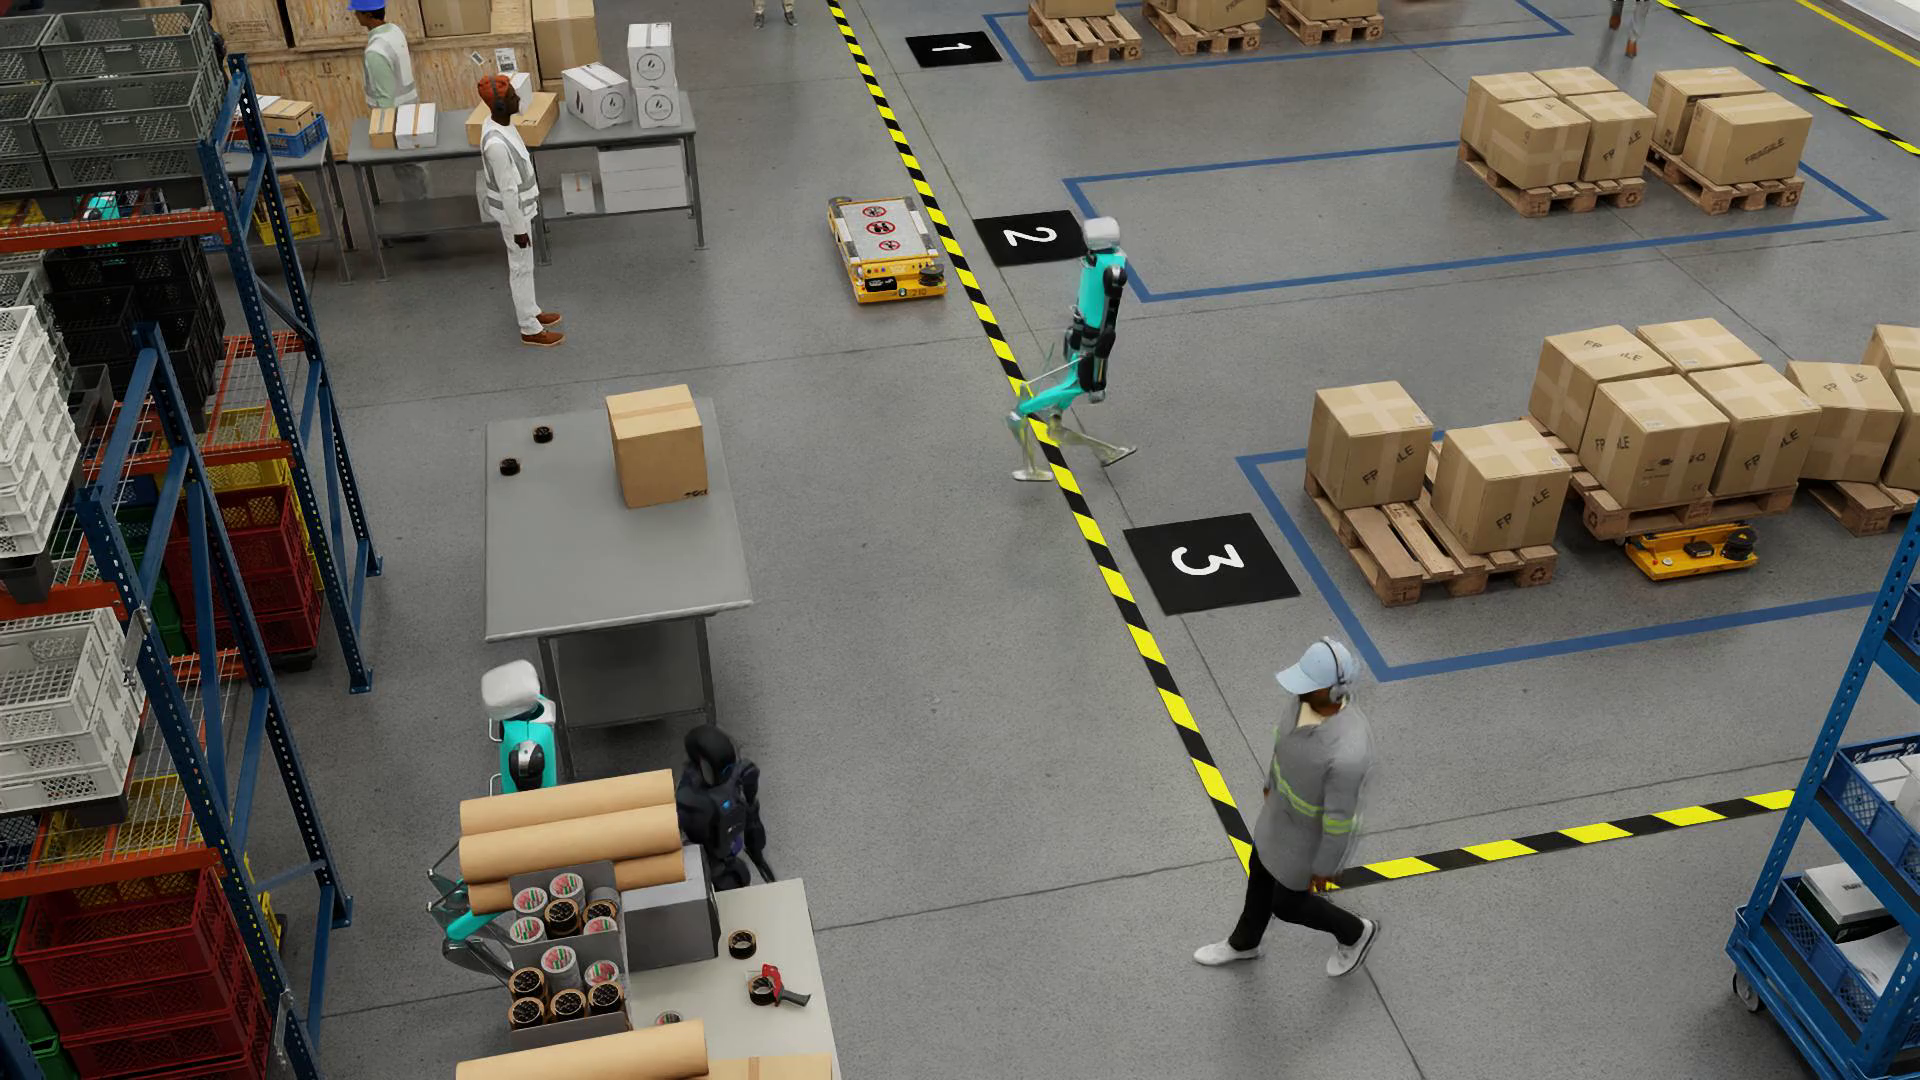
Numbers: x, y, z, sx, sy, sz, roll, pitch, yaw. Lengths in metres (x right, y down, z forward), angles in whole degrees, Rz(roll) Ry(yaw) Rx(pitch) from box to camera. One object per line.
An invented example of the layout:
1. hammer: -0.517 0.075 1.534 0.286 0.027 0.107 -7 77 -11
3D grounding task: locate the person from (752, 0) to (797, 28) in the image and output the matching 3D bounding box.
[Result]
1. person: -1.861 -5.929 16.265 0.566 1.769 0.397 -8 37 -10

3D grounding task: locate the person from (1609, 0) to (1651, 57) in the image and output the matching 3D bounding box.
1. person: 6.499 -5.616 15.774 0.588 1.861 0.802 8 37 11

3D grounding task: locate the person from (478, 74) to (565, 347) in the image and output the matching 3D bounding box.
1. person: -2.965 -2.200 11.157 0.354 1.884 0.576 -8 37 -10

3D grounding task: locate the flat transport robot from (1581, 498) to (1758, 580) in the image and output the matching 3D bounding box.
1. flat transport robot: 4.062 -0.294 9.926 0.652 0.197 1.431 -8 37 -10

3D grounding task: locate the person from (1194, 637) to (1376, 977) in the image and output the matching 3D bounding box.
1. person: 1.392 1.113 6.744 0.686 1.835 0.607 -7 37 -9

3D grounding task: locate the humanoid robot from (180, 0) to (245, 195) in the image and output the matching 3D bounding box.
1. humanoid robot: -5.772 -3.424 12.962 0.315 1.659 0.599 -8 37 -10

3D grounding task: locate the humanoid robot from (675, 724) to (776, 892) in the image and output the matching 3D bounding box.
1. humanoid robot: -1.029 1.344 6.573 0.428 1.646 0.608 25 43 30

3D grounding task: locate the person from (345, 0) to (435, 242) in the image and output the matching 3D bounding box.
1. person: -4.226 -3.186 12.431 0.399 1.945 0.611 -1 37 -1

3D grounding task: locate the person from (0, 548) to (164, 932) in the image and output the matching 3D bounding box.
1. person: -3.751 0.830 6.954 0.373 2.043 0.607 -8 37 -10

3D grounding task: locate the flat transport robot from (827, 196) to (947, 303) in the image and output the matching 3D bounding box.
1. flat transport robot: -0.570 -2.220 12.538 0.659 0.231 1.431 -8 37 -10

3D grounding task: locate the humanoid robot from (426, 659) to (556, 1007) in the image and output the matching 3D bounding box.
1. humanoid robot: -1.880 1.213 6.580 0.735 1.677 0.533 -8 37 -10

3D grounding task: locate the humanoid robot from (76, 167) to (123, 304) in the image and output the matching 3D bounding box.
1. humanoid robot: -5.387 -1.484 10.205 0.735 1.677 0.533 -8 37 -10

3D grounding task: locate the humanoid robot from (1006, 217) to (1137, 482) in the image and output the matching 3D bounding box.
1. humanoid robot: 0.595 -1.034 9.723 1.030 1.730 0.547 -7 37 -10
